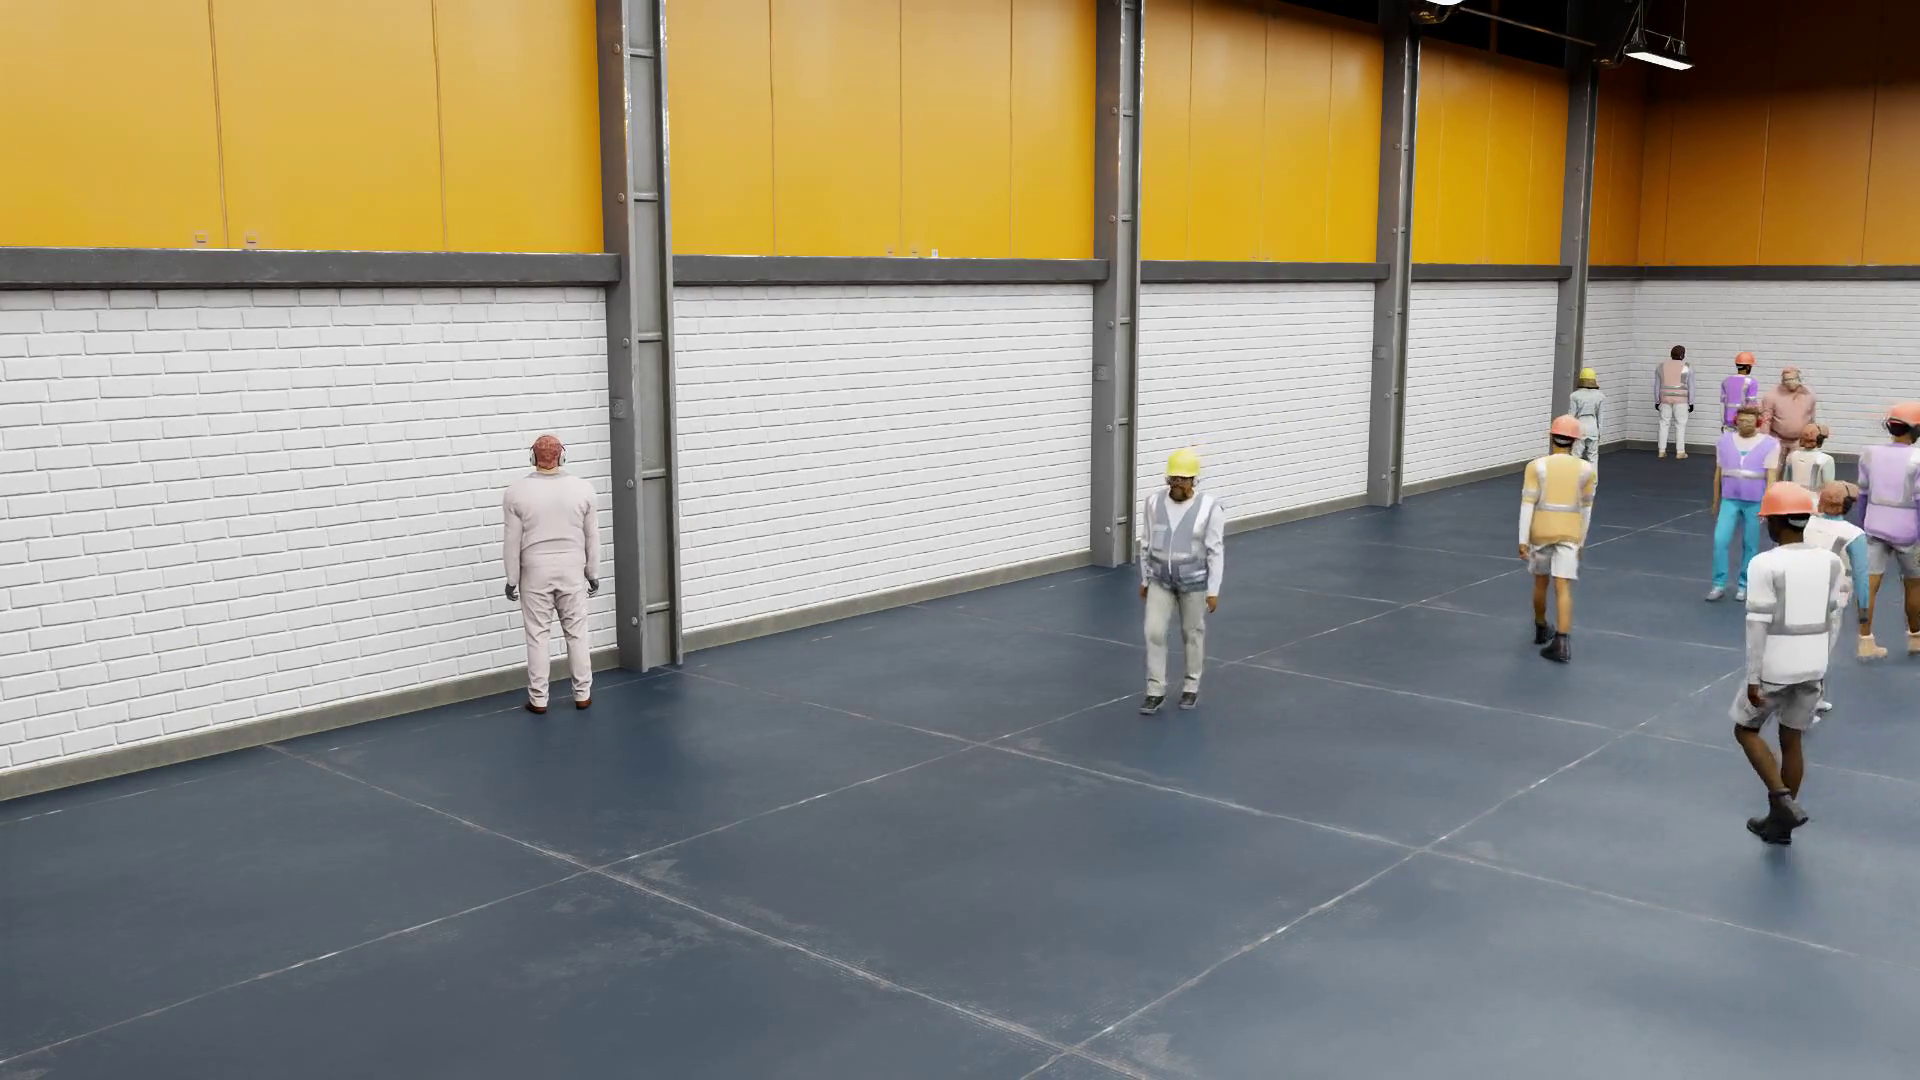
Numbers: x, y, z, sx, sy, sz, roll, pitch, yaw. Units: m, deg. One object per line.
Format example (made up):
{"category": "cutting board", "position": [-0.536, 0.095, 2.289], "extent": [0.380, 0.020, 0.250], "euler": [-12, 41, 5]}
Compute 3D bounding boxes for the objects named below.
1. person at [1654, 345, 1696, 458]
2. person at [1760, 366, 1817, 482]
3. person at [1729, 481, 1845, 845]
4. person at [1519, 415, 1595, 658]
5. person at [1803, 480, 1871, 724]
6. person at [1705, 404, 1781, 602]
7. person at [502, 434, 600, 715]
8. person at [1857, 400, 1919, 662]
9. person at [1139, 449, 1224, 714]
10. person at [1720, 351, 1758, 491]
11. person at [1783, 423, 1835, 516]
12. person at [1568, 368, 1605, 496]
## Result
{"category": "person", "position": [11.657, -2.252, 27.122], "extent": [0.636, 1.842, 0.429], "euler": [7, 12, 39]}
{"category": "person", "position": [10.231, -1.212, 20.550], "extent": [0.667, 1.861, 0.892], "euler": [2, 9, 14]}
{"category": "person", "position": [4.287, 0.657, 8.626], "extent": [0.543, 1.915, 0.502], "euler": [-1, 9, -8]}
{"category": "person", "position": [4.687, -0.032, 13.084], "extent": [0.549, 1.889, 0.938], "euler": [2, 9, 14]}
{"category": "person", "position": [5.771, 0.411, 11.052], "extent": [0.665, 1.616, 0.557], "euler": [-4, 10, -25]}
{"category": "person", "position": [7.059, -0.318, 15.050], "extent": [0.561, 1.810, 0.740], "euler": [7, 11, 38]}
{"category": "person", "position": [-2.781, 0.230, 11.336], "extent": [0.653, 1.906, 0.405], "euler": [-4, 10, -23]}
{"category": "person", "position": [7.319, -0.073, 12.899], "extent": [0.924, 2.009, 0.636], "euler": [-6, 11, -32]}
{"category": "person", "position": [1.462, 0.295, 11.251], "extent": [0.610, 1.802, 0.717], "euler": [4, 10, 24]}
{"category": "person", "position": [10.708, -1.620, 22.850], "extent": [0.375, 1.939, 0.546], "euler": [-4, 10, -26]}
{"category": "person", "position": [7.720, -0.248, 15.165], "extent": [0.314, 1.641, 0.515], "euler": [-4, 10, -22]}
{"category": "person", "position": [8.431, -1.454, 22.455], "extent": [0.480, 1.733, 0.331], "euler": [0, 9, -3]}
